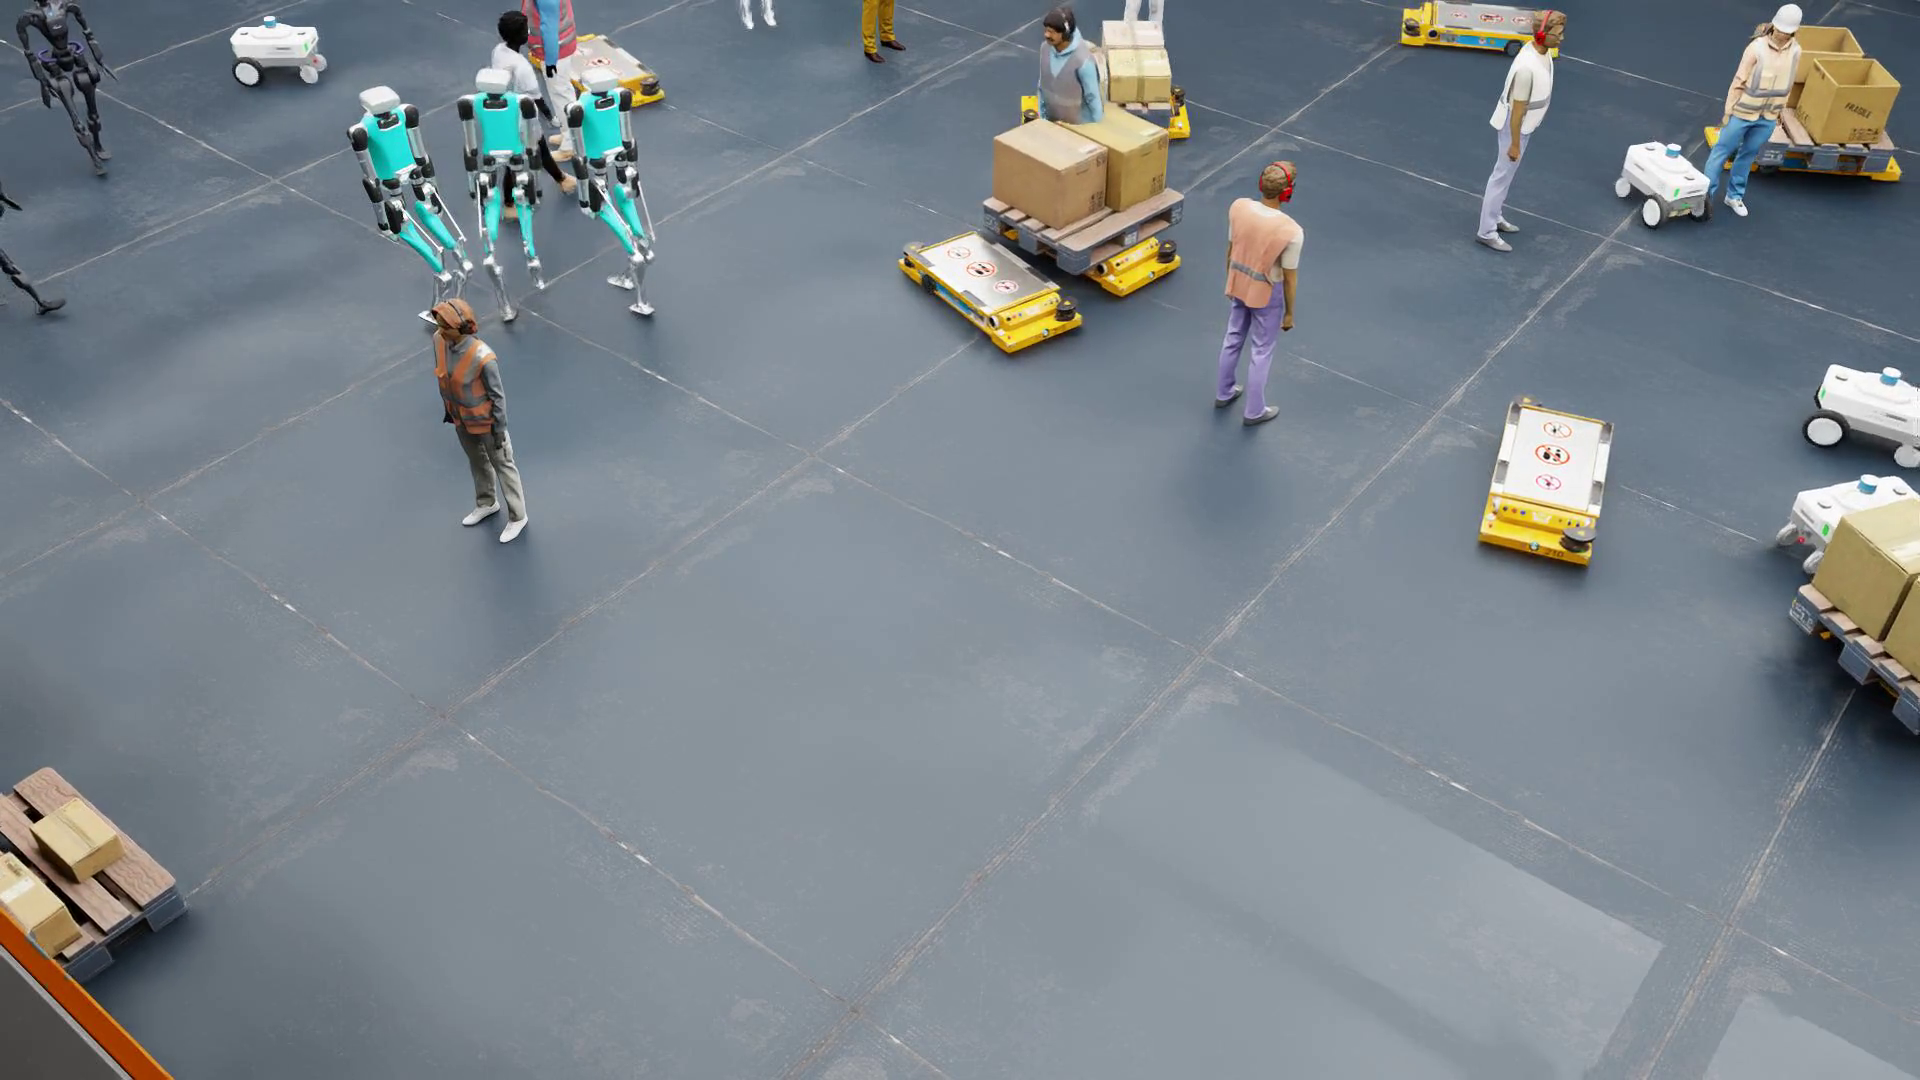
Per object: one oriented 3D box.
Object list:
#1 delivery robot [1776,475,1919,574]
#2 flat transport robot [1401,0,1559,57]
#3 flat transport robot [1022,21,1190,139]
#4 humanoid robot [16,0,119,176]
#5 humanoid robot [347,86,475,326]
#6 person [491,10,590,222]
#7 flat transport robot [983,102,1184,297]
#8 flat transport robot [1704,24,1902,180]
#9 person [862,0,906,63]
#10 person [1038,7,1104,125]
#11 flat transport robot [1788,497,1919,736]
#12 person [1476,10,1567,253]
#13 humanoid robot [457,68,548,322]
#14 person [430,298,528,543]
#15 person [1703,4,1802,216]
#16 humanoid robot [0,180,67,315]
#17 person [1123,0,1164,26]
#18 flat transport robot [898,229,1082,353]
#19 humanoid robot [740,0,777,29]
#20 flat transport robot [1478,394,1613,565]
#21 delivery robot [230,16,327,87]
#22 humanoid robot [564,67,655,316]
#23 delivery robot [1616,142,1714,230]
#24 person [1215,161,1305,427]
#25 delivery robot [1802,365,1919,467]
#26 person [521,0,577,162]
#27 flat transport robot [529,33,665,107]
[{"bbox_3d":[5.405,-0.130,10.019,0.781,0.605,0.499,-9,41,-11],"label":"delivery robot"},{"bbox_3d":[4.939,-4.855,15.790,1.431,0.231,0.659,9,41,10],"label":"flat transport robot"},{"bbox_3d":[1.259,-3.716,14.450,1.431,0.231,0.659,0,40,0],"label":"flat transport robot"},{"bbox_3d":[-7.155,-3.781,13.452,0.660,1.639,0.602,33,50,32],"label":"humanoid robot"},{"bbox_3d":[-3.708,-2.264,11.528,0.728,1.690,0.532,27,47,28],"label":"humanoid robot"},{"bbox_3d":[-3.306,-3.289,12.873,0.846,1.659,0.534,-19,44,-21],"label":"person"},{"bbox_3d":[0.949,-2.336,12.825,0.659,0.231,1.431,-31,49,-31],"label":"flat transport robot"},{"bbox_3d":[7.061,-3.294,13.953,1.431,0.231,0.659,6,41,6],"label":"flat transport robot"},{"bbox_3d":[-0.703,-5.241,15.096,0.338,1.753,0.538,24,46,26],"label":"person"},{"bbox_3d":[0.835,-3.205,12.662,0.978,1.809,0.546,-26,47,-27],"label":"person"},{"bbox_3d":[5.406,0.696,9.259,0.659,0.231,1.431,-13,42,-15],"label":"flat transport robot"},{"bbox_3d":[4.191,-3.091,12.499,0.395,1.843,0.563,18,44,20],"label":"person"},{"bbox_3d":[-3.200,-2.355,11.750,0.560,1.786,0.870,-6,41,-6],"label":"humanoid robot"},{"bbox_3d":[-2.862,-0.720,9.864,0.513,1.641,0.306,23,46,25],"label":"person"},{"bbox_3d":[6.136,-3.319,12.856,0.488,1.727,0.366,-3,40,-3],"label":"person"},{"bbox_3d":[-6.916,-2.351,11.788,0.775,1.629,0.596,1,40,1],"label":"humanoid robot"},{"bbox_3d":[1.709,-5.146,14.886,0.573,1.883,0.354,-7,41,-8],"label":"person"},{"bbox_3d":[0.205,-1.872,12.280,0.659,0.231,1.431,-24,46,-26],"label":"flat transport robot"},{"bbox_3d":[-1.960,-5.659,15.604,0.530,1.785,0.755,-11,42,-12],"label":"humanoid robot"},{"bbox_3d":[3.737,-0.408,10.558,0.659,0.231,1.431,14,42,16],"label":"flat transport robot"},{"bbox_3d":[-6.198,-4.448,15.084,0.788,0.587,0.499,0,40,0],"label":"delivery robot"},{"bbox_3d":[-2.342,-2.410,11.804,0.887,1.782,0.574,31,49,31],"label":"humanoid robot"},{"bbox_3d":[5.598,-2.840,13.203,0.499,0.601,0.805,-11,42,-13],"label":"delivery robot"},{"bbox_3d":[1.913,-1.569,10.715,0.378,1.835,0.564,-30,49,-30],"label":"person"},{"bbox_3d":[5.965,-0.863,10.856,0.747,0.572,0.499,22,45,24],"label":"delivery robot"},{"bbox_3d":[-3.340,-4.022,13.608,0.429,1.831,0.633,-7,41,-8],"label":"person"},{"bbox_3d":[-3.308,-4.247,15.074,0.659,0.231,1.431,-25,46,-27],"label":"flat transport robot"}]
